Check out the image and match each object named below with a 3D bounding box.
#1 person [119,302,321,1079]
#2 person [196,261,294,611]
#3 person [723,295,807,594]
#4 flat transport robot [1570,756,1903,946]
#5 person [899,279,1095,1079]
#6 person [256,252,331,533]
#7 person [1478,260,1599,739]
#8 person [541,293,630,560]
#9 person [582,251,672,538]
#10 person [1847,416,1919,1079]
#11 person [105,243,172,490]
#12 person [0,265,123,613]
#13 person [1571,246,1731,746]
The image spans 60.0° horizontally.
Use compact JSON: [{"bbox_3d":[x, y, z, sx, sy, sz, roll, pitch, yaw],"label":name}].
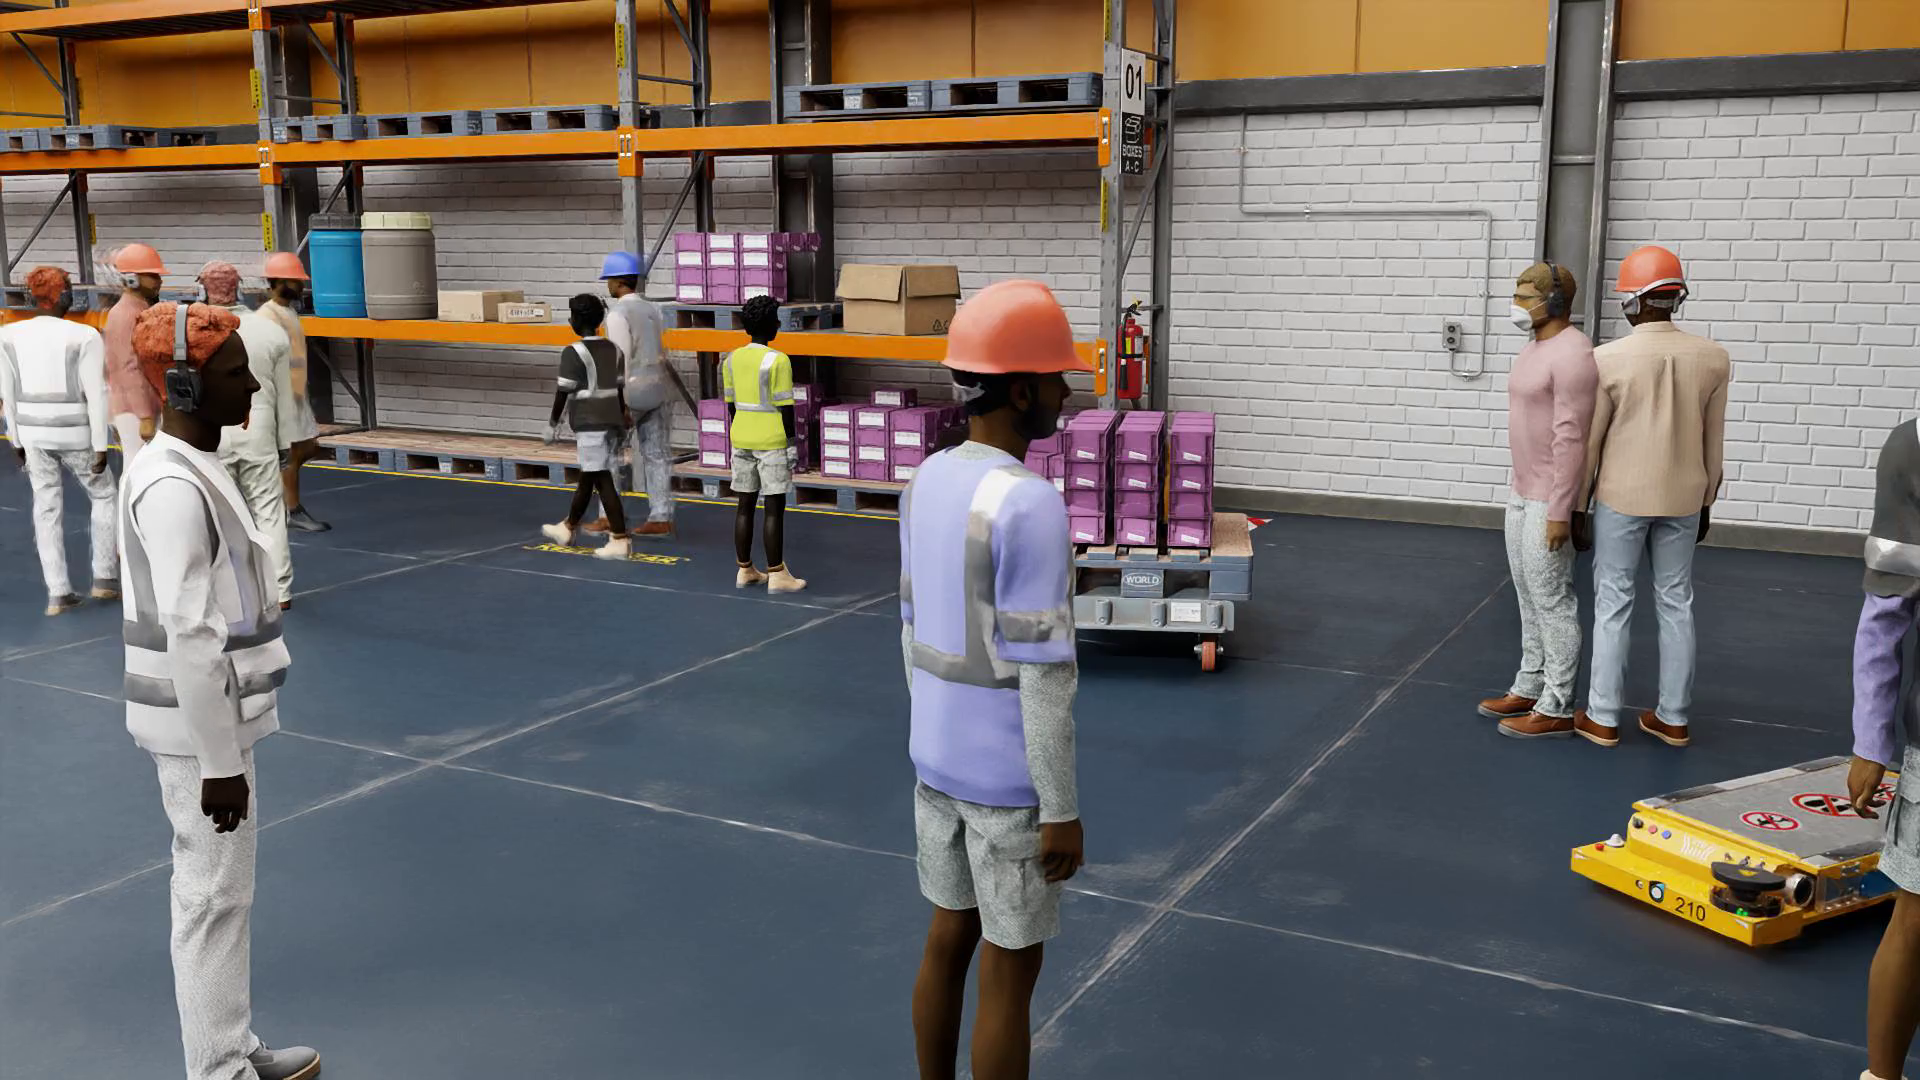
[{"bbox_3d":[-1.656,0.419,3.709,0.354,1.883,0.576,-5,11,-24],"label":"person"},{"bbox_3d":[-3.903,-0.534,8.912,0.640,1.898,0.395,-8,13,-37],"label":"person"},{"bbox_3d":[-1.120,-0.541,9.486,0.535,1.697,0.318,9,14,40],"label":"person"},{"bbox_3d":[2.698,0.943,5.255,1.431,0.197,0.652,-5,12,-27],"label":"flat transport robot"},{"bbox_3d":[0.091,0.451,3.401,0.384,1.931,0.545,-5,12,-27],"label":"person"},{"bbox_3d":[-4.635,-0.995,11.371,0.510,1.924,0.558,0,10,0],"label":"person"},{"bbox_3d":[2.379,-0.161,6.769,0.366,1.932,0.628,0,10,2],"label":"person"},{"bbox_3d":[-2.415,-0.714,10.510,0.821,1.660,0.546,4,11,21],"label":"person"},{"bbox_3d":[-2.253,-0.959,11.160,0.721,1.917,0.606,4,11,23],"label":"person"},{"bbox_3d":[2.139,0.404,3.350,0.615,2.041,0.392,3,11,17],"label":"person"},{"bbox_3d":[-4.896,-0.796,10.096,0.571,1.974,0.662,-2,11,-11],"label":"person"},{"bbox_3d":[-4.880,-0.553,9.078,0.584,1.870,0.611,-1,10,-6],"label":"person"},{"bbox_3d":[2.705,-0.158,6.602,0.617,1.990,0.399,-1,10,-3],"label":"person"}]
